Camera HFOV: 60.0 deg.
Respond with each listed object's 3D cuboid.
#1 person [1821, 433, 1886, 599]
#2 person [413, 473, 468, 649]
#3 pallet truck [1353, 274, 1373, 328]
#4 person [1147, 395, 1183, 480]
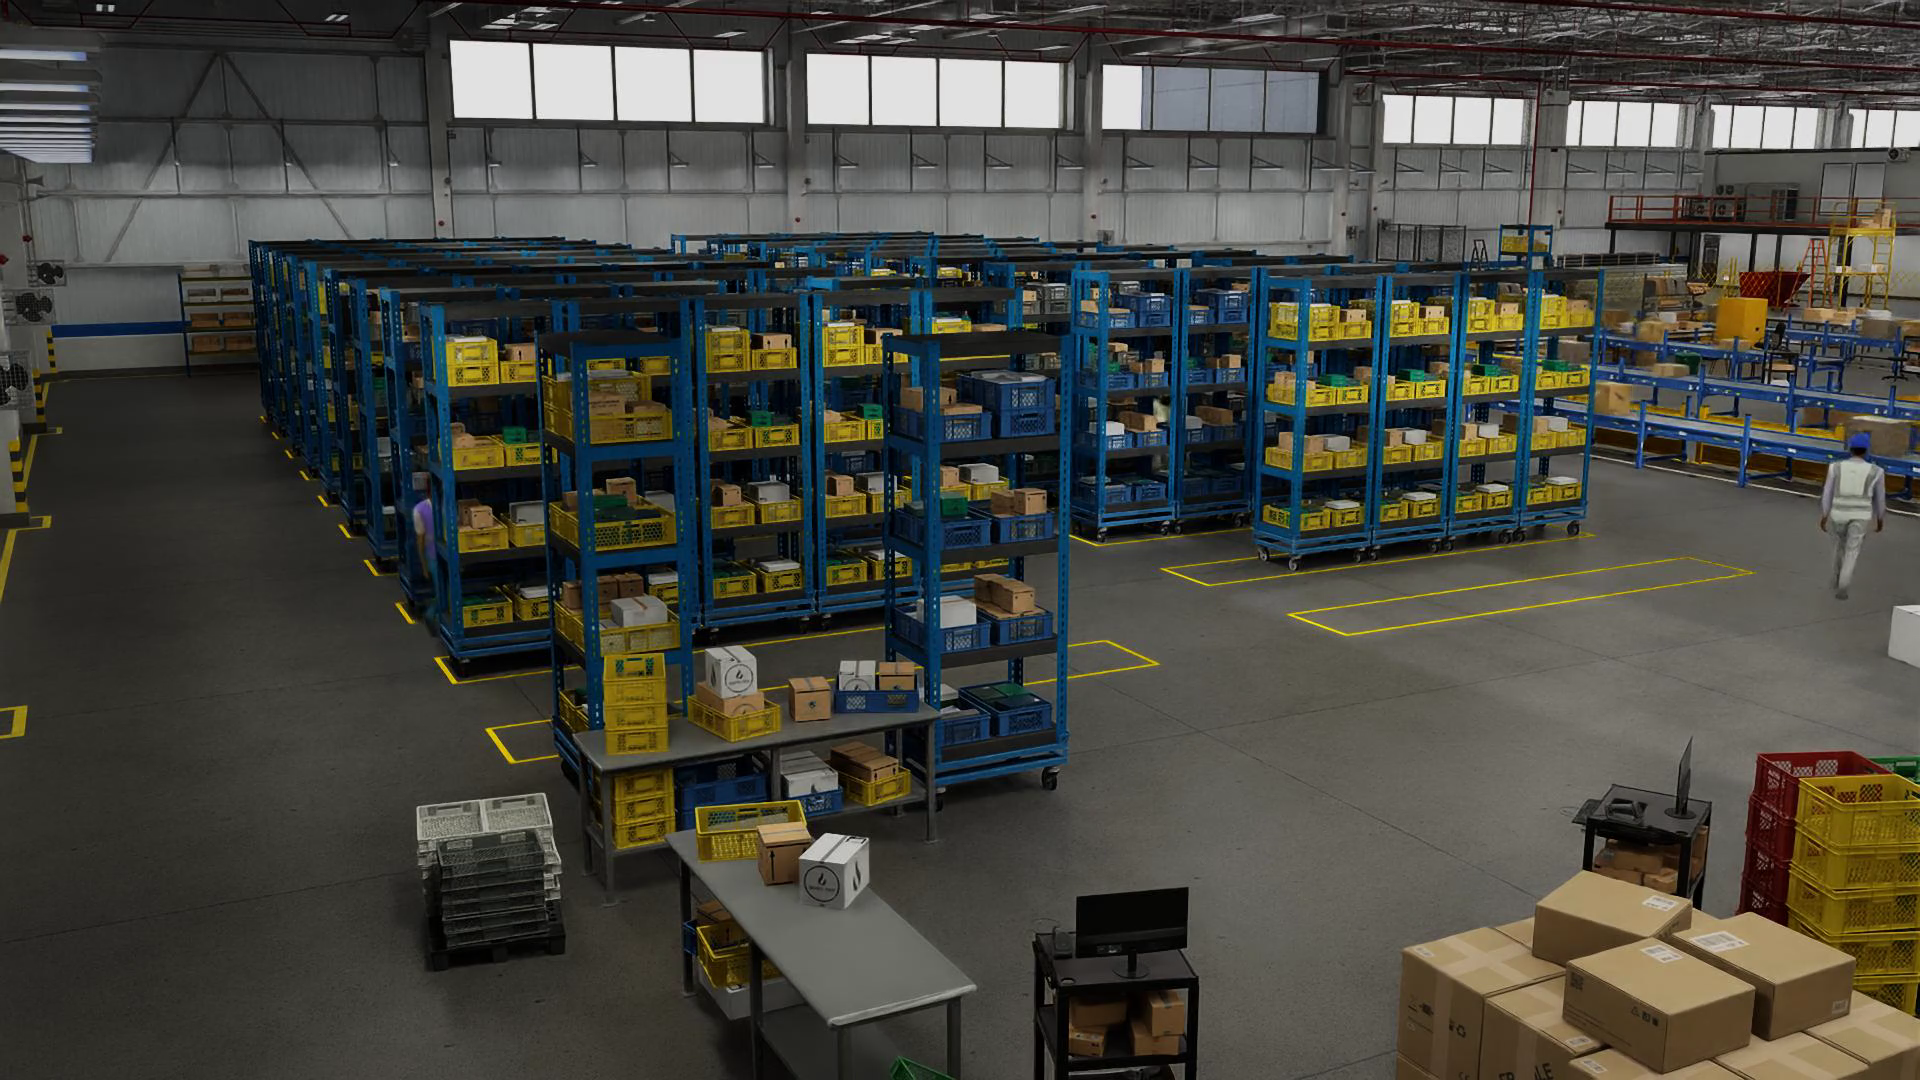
[{"bbox_3d":[10.313,-0.290,19.199,0.639,1.893,1.019,9,15,35],"label":"person"},{"bbox_3d":[-5.347,0.190,17.124,0.748,1.820,0.576,8,14,33],"label":"person"},{"bbox_3d":[13.011,-8.050,55.243,0.823,1.965,1.885,-7,14,-28],"label":"pallet truck"},{"bbox_3d":[3.063,-1.498,25.033,0.601,1.810,0.549,-1,12,-3],"label":"person"}]
